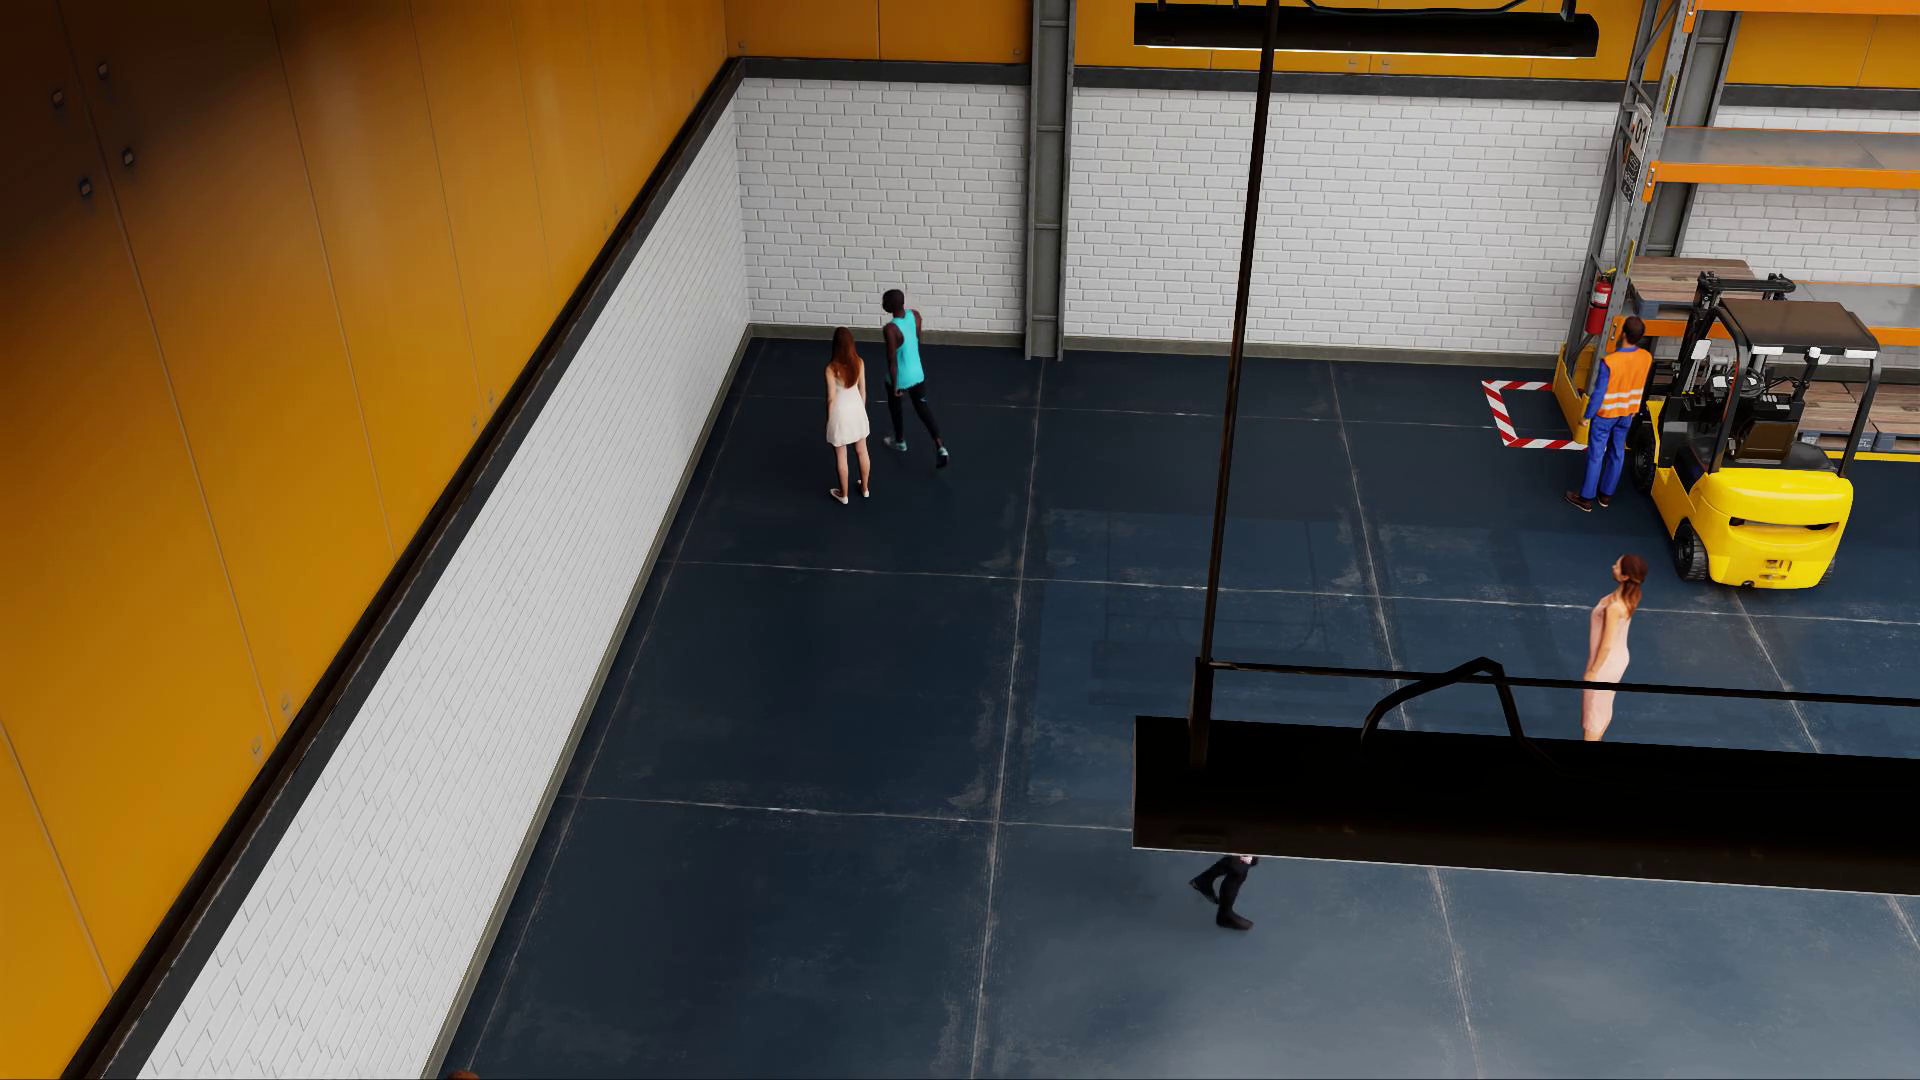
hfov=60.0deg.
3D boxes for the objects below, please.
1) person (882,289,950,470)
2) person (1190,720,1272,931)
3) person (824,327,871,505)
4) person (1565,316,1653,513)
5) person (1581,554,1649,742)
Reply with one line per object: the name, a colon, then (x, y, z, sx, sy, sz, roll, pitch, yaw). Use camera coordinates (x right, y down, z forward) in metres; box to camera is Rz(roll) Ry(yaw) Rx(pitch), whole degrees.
person: (-0.436, -1.456, 15.268, 1.147, 1.765, 1.188, -21, 39, -28)
person: (1.689, 1.786, 10.476, 0.775, 1.669, 0.711, 12, 36, 18)
person: (-1.005, -1.117, 14.805, 0.622, 1.712, 0.707, -17, 37, -24)
person: (5.753, -1.117, 14.668, 0.692, 1.864, 0.831, -11, 35, -15)
person: (4.559, 0.870, 11.709, 0.684, 1.831, 0.660, 24, 40, 31)
